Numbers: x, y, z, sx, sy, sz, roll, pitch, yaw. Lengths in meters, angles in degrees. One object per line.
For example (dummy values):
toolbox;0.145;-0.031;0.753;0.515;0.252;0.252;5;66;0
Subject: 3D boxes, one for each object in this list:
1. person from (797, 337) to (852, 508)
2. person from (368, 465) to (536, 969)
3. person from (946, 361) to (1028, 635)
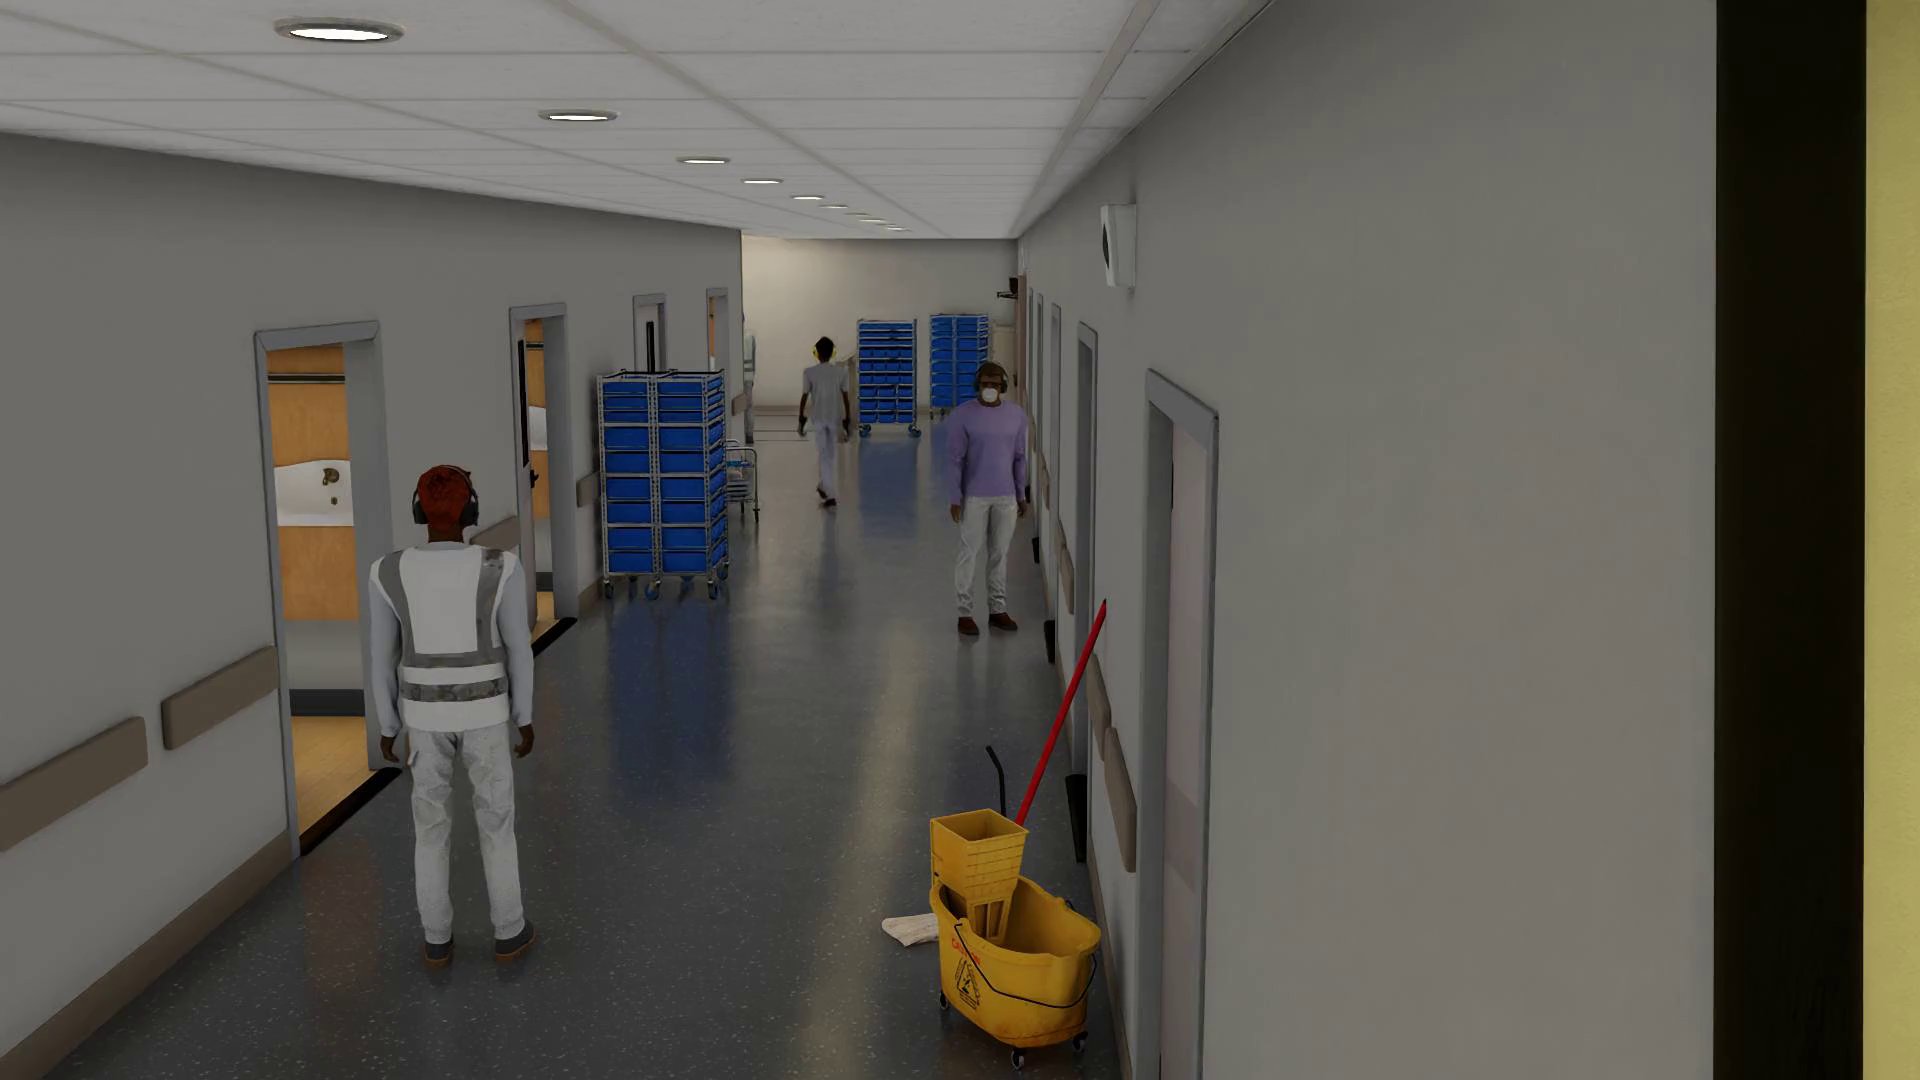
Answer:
person;-1.478;-1.281;18.001;0.548;1.815;0.965;-3;10;-18
person;-1.870;0.660;6.185;0.574;1.883;0.361;-1;10;-5
person;0.201;-0.302;11.789;0.630;1.935;0.369;-5;11;-26
